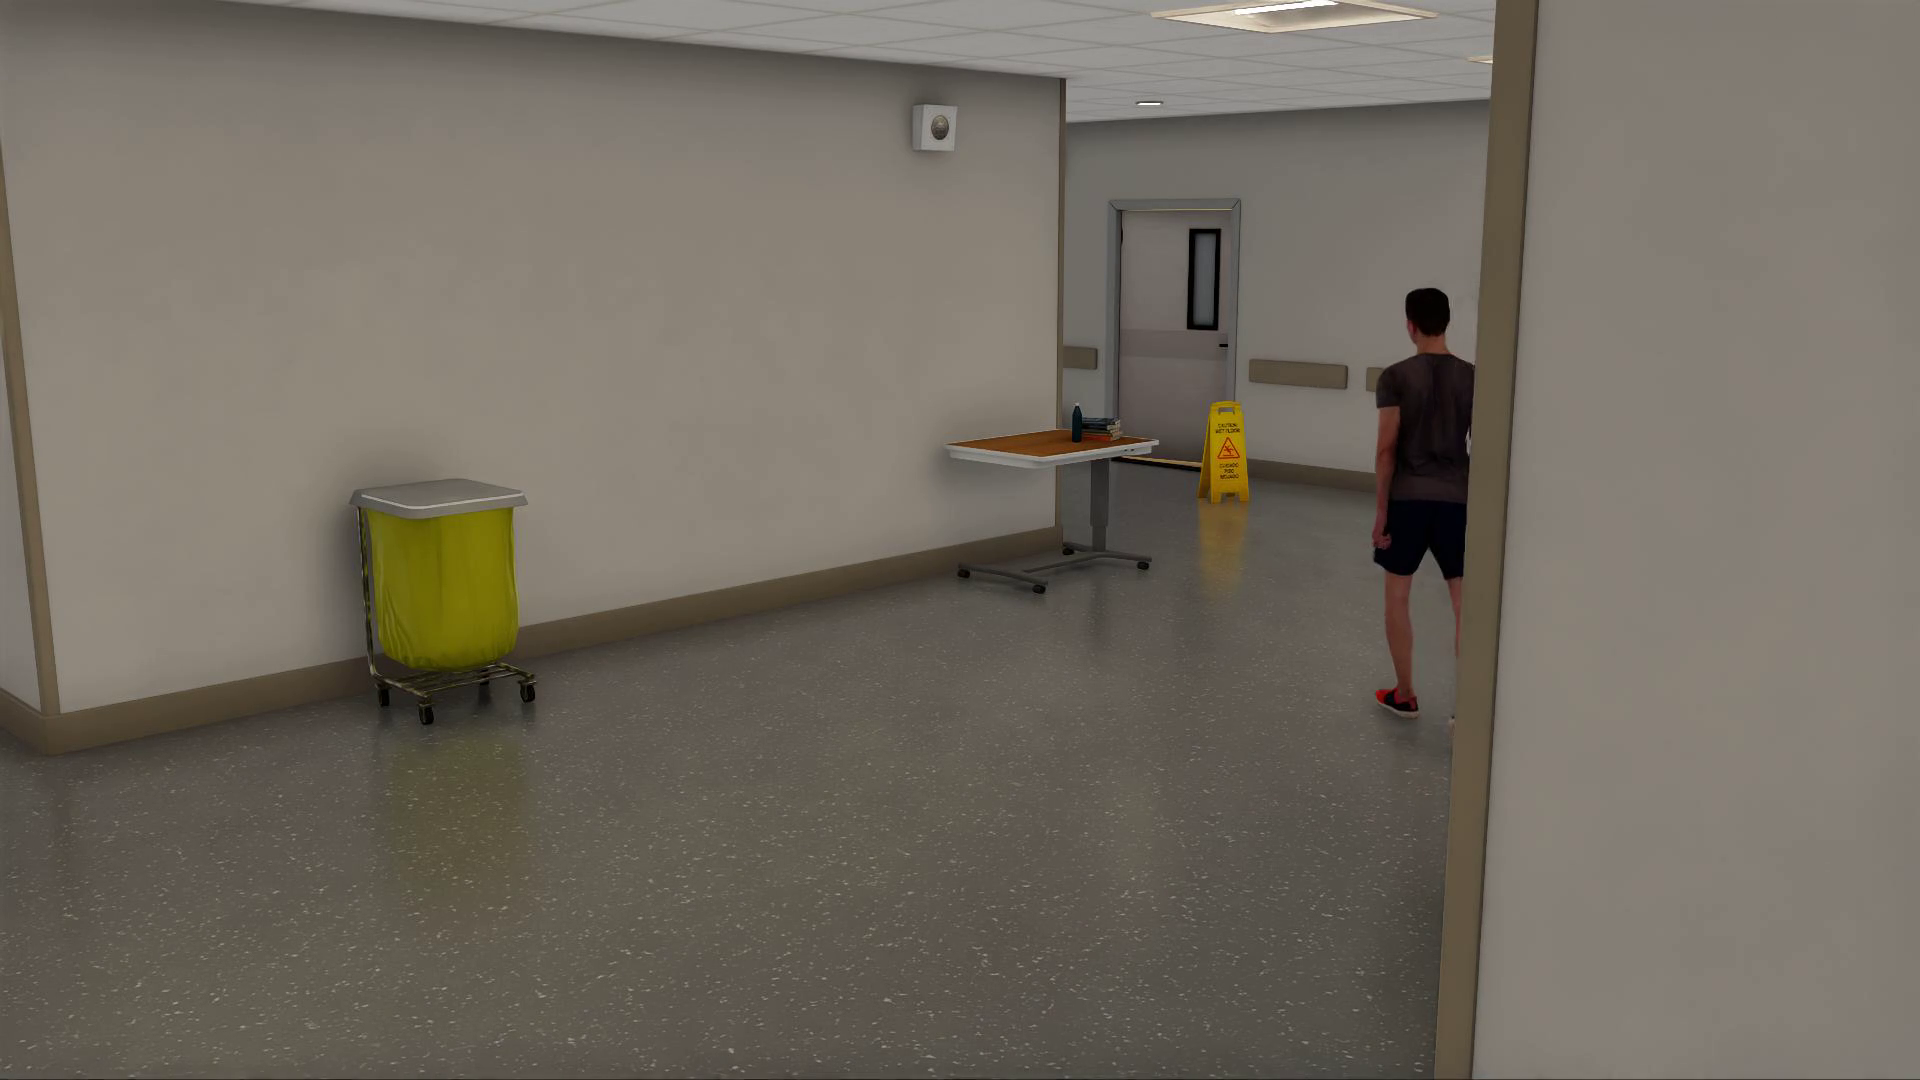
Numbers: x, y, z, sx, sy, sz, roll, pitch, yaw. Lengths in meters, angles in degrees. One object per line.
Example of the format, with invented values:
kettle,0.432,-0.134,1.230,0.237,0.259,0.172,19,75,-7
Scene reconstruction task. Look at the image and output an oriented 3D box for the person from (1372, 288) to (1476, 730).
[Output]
person,1.962,-0.096,6.852,1.033,1.818,1.079,2,11,10
